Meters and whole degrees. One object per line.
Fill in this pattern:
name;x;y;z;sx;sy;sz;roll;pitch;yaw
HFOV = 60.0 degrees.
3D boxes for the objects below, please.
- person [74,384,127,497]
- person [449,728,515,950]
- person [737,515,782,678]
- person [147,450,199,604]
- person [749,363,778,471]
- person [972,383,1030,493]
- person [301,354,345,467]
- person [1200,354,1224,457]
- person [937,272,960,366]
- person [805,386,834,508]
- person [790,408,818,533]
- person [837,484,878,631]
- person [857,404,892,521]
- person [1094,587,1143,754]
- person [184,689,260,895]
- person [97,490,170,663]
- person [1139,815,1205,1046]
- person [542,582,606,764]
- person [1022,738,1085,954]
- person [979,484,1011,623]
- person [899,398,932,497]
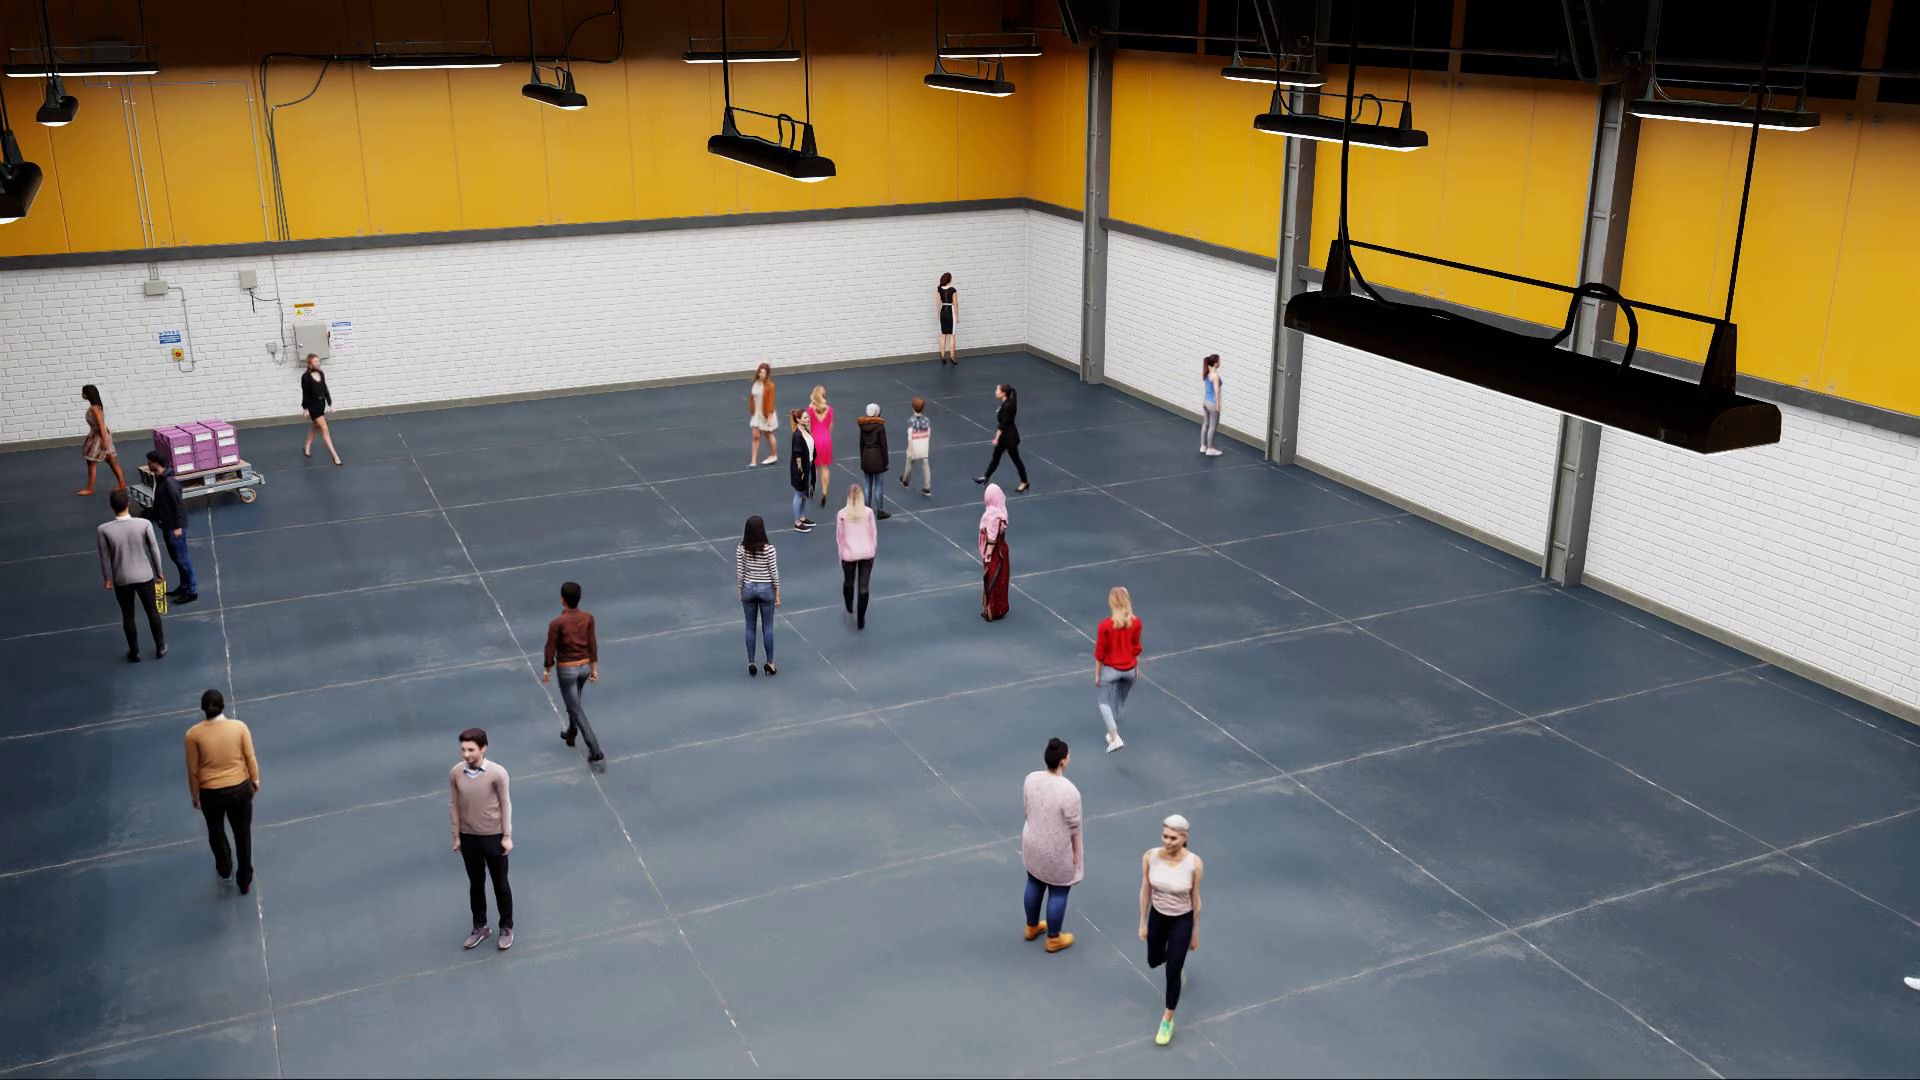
person;-12.352;-1.454;24.091;0.755;1.623;0.863;-10;21;-28
person;-3.653;2.267;12.750;0.711;1.809;0.714;1;19;4
person;-2.149;0.599;17.722;0.641;1.797;0.646;2;19;7
person;-9.405;-0.182;19.896;0.782;1.890;0.592;-14;23;-37
person;-2.988;-1.911;25.402;1.105;1.652;1.140;11;21;29
person;0.790;-1.444;24.074;0.981;1.615;1.098;1;19;3
person;-9.928;-1.990;25.545;1.208;1.710;1.076;9;21;25
person;3.950;-2.134;26.131;0.654;1.610;0.519;-5;19;-15
person;-0.234;-4.296;32.261;0.626;1.795;0.702;8;20;23
person;-1.950;-1.309;23.538;0.618;1.701;0.870;-7;20;-20
person;-2.148;-0.963;22.540;0.778;1.683;0.702;5;19;14
person;-1.170;0.219;19.073;0.846;1.655;1.068;-1;19;-2
person;-1.194;-1.098;23.017;0.697;1.633;0.789;12;22;31
person;1.521;1.279;15.863;0.727;1.694;0.898;-5;19;-13
person;-5.949;2.065;13.460;0.667;1.738;0.774;-8;20;-23
person;-9.033;0.389;18.151;0.749;1.921;0.610;-10;21;-27
person;1.517;2.669;11.751;0.988;1.685;1.028;7;20;21
person;-3.621;1.290;15.751;0.905;1.744;1.213;-17;25;-41
person;0.683;2.314;12.714;0.705;1.743;0.831;16;25;40
person;0.412;0.121;19.395;0.817;1.635;0.750;6;19;17
person;-0.564;-1.319;24.042;0.540;1.398;0.937;-10;21;-26
